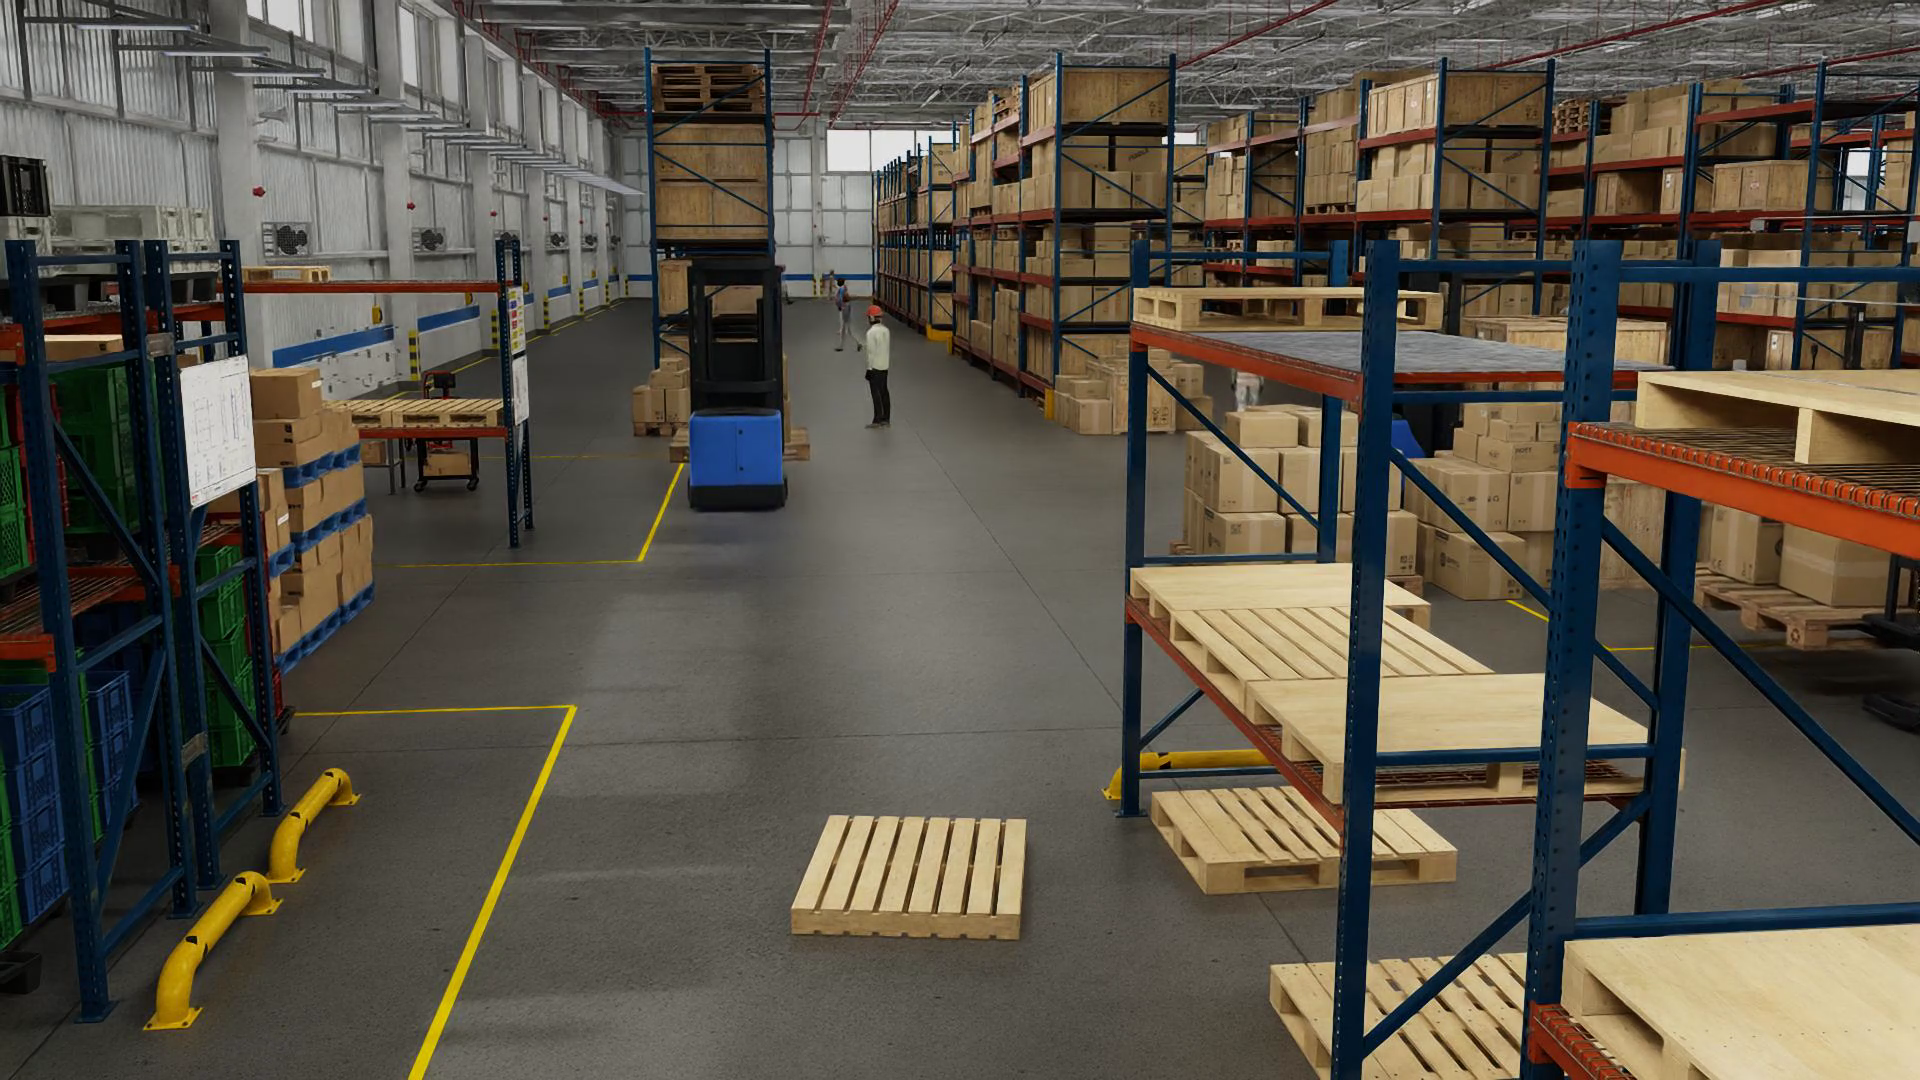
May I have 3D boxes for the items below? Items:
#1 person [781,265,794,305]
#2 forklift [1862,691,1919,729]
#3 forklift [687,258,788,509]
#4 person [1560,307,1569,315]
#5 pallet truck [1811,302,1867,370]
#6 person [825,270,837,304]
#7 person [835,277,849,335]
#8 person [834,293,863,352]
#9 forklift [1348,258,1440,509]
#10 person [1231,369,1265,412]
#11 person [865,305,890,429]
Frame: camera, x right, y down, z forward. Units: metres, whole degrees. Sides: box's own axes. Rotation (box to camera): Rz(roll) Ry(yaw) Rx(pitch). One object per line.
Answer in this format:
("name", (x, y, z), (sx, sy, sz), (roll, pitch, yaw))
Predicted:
("person", (-8.353, -11.985, 78.097), (0.992, 1.893, 0.545), (-2, 10, -11))
("forklift", (6.434, -0.112, 9.555), (1.129, 2.768, 1.873), (-1, 10, -6))
("forklift", (-2.586, -1.853, 19.199), (1.129, 2.768, 1.873), (-1, 10, -6))
("person", (13.030, -4.301, 35.294), (0.601, 1.967, 0.367), (8, 13, 38))
("pallet truck", (15.846, -3.142, 28.793), (1.885, 1.965, 0.823), (2, 10, 12))
("person", (-6.025, -12.000, 78.976), (0.853, 1.592, 0.529), (1, 10, 6))
("person", (-3.810, -7.535, 53.593), (0.430, 1.838, 0.623), (0, 10, 2))
("person", (-3.049, -5.928, 45.289), (0.738, 1.609, 0.499), (-2, 10, -11))
("forklift", (4.932, -1.725, 18.490), (1.873, 2.768, 1.129), (-1, 10, -7))
("person", (4.473, -2.418, 25.816), (0.517, 1.628, 0.576), (1, 10, 6))
("person", (-1.346, -2.782, 26.799), (0.396, 1.992, 0.619), (5, 12, 27))
